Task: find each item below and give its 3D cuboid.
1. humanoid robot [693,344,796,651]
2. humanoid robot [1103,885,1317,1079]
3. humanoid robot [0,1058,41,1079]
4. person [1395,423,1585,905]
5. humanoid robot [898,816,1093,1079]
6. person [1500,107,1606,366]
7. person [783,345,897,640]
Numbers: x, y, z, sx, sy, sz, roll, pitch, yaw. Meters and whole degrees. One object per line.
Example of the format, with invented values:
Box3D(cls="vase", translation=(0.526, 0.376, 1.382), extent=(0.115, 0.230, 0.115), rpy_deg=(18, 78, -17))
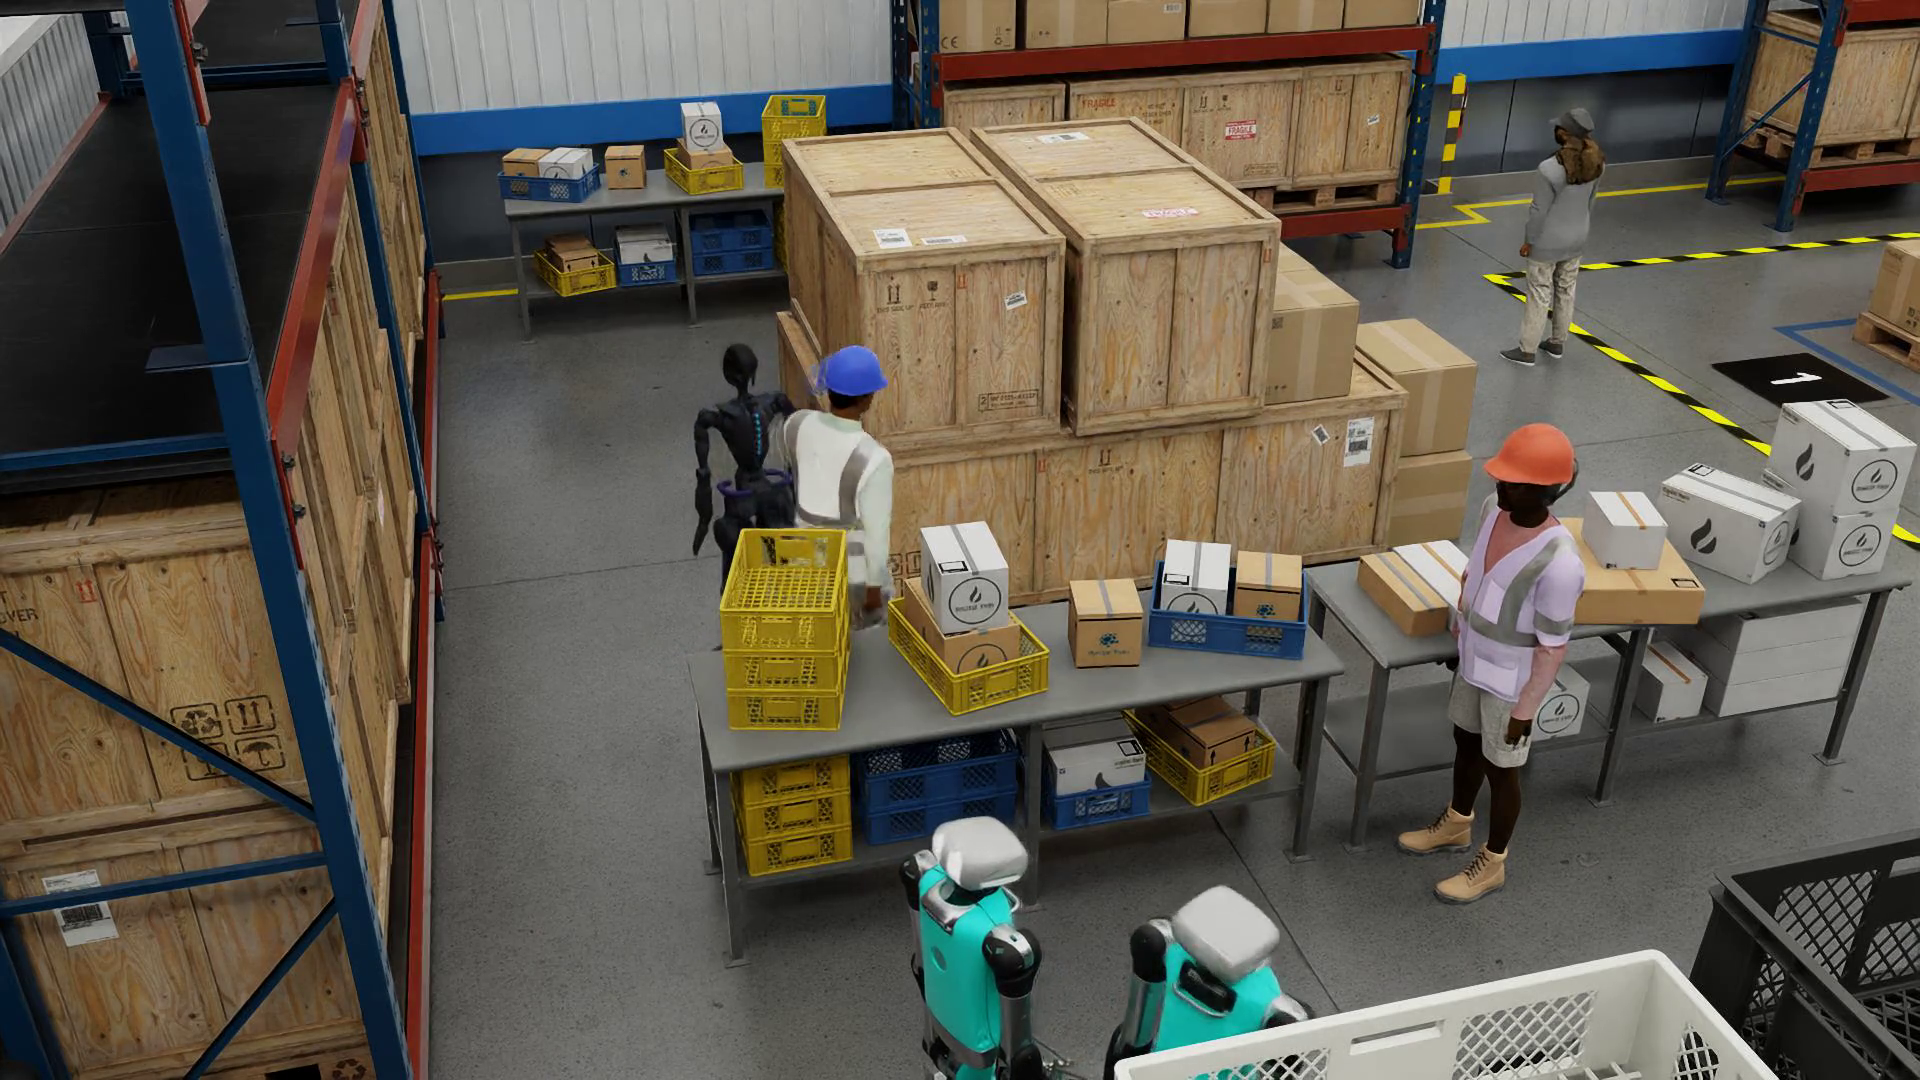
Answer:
Box3D(cls="humanoid robot", translation=(-0.954, -0.120, 7.895), extent=(0.610, 1.643, 0.449), rpy_deg=(-17, 33, -28))
Box3D(cls="humanoid robot", translation=(0.458, 1.785, 4.367), extent=(0.554, 1.797, 0.798), rpy_deg=(25, 37, 37))
Box3D(cls="humanoid robot", translation=(-2.184, 1.924, 4.150), extent=(0.599, 1.657, 0.315), rpy_deg=(5, 29, 9))
Box3D(cls="person", translation=(2.052, 0.487, 6.393), extent=(0.366, 2.048, 0.606), rpy_deg=(-7, 30, -12))
Box3D(cls="humanoid robot", translation=(0.208, 1.485, 4.833), extent=(0.673, 1.751, 0.550), rpy_deg=(-19, 34, -30))
Box3D(cls="person", translation=(4.051, -2.045, 11.271), extent=(0.564, 1.769, 0.396), rpy_deg=(-15, 32, -25))
Box3D(cls="person", translation=(-0.560, 0.058, 7.316), extent=(0.606, 1.909, 0.935), rpy_deg=(18, 34, 29))
